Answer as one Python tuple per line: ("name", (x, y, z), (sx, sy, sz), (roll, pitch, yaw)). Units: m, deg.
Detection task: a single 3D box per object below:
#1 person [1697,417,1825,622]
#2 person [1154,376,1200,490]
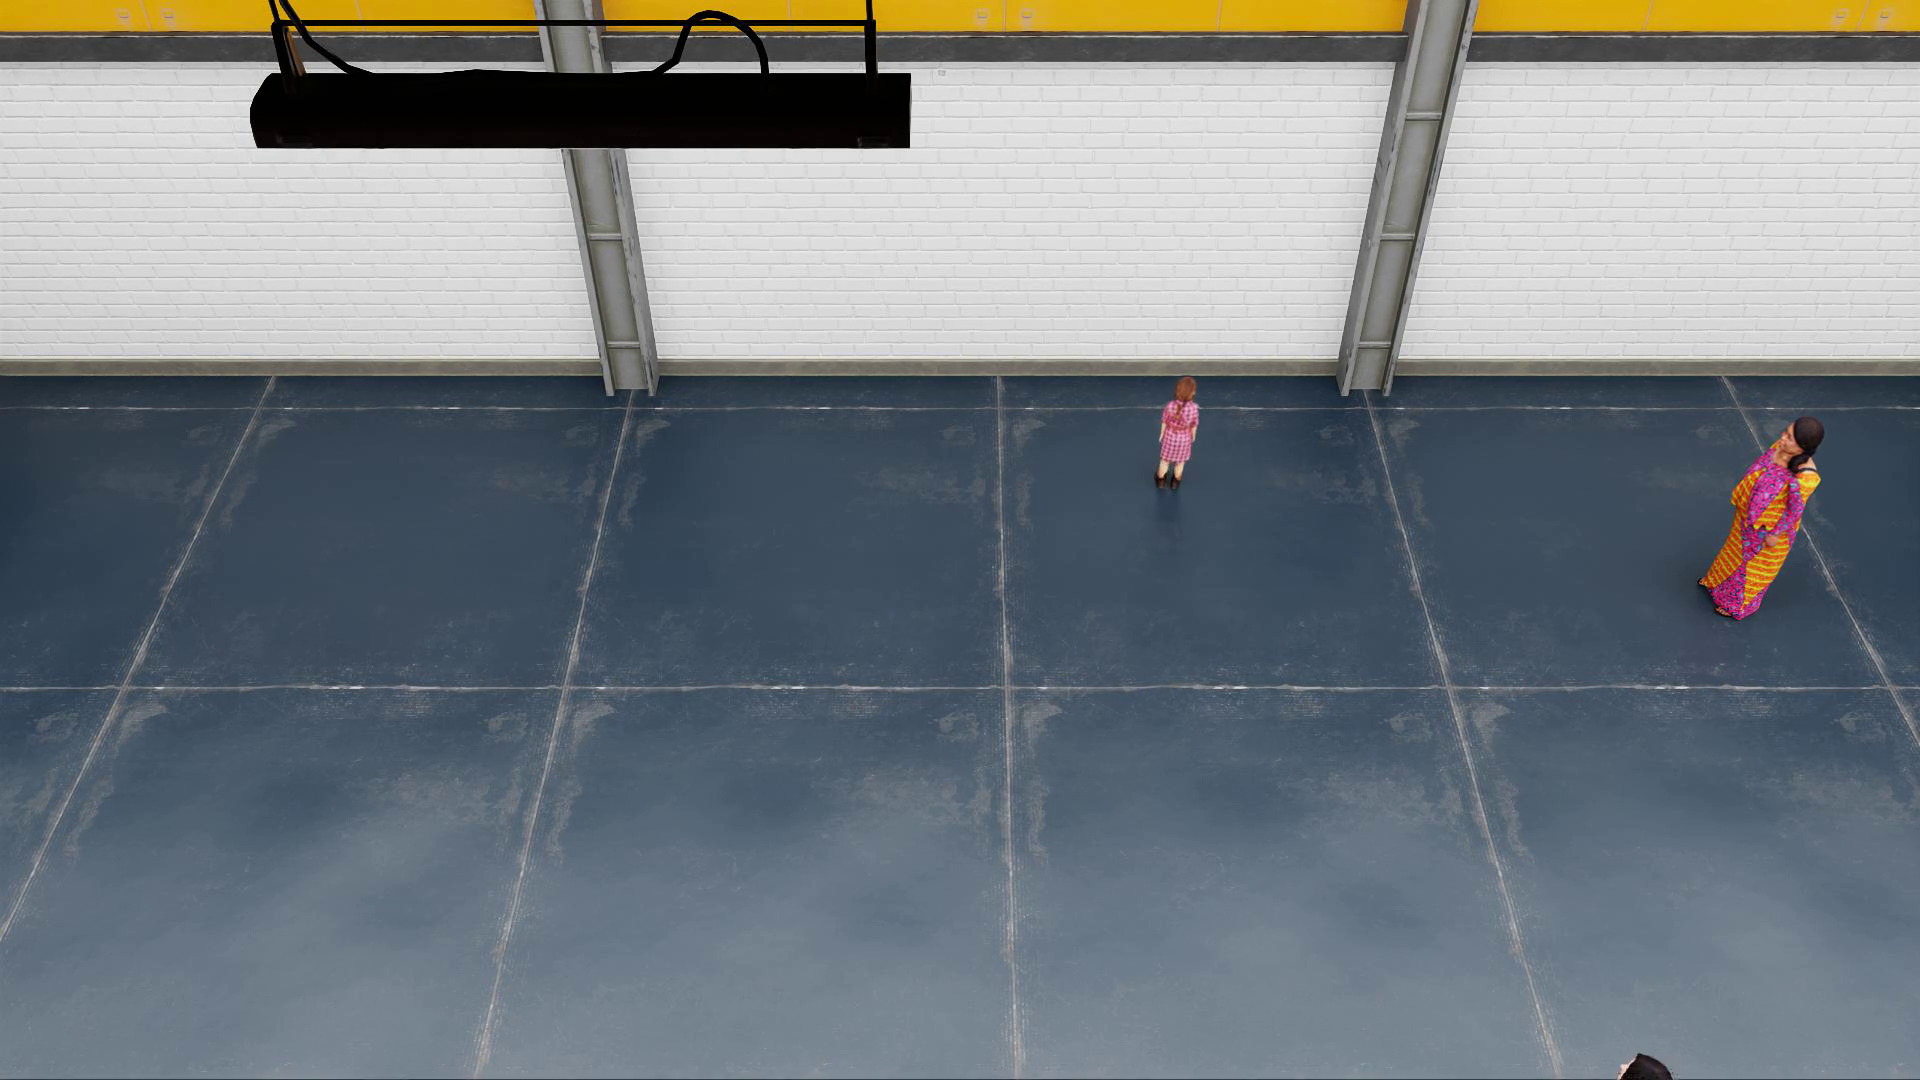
("person", (5.488, -0.188, 11.312), (0.662, 1.686, 0.655), (-3, 44, -4))
("person", (1.624, -0.791, 12.429), (0.380, 1.018, 0.484), (1, 44, 1))
